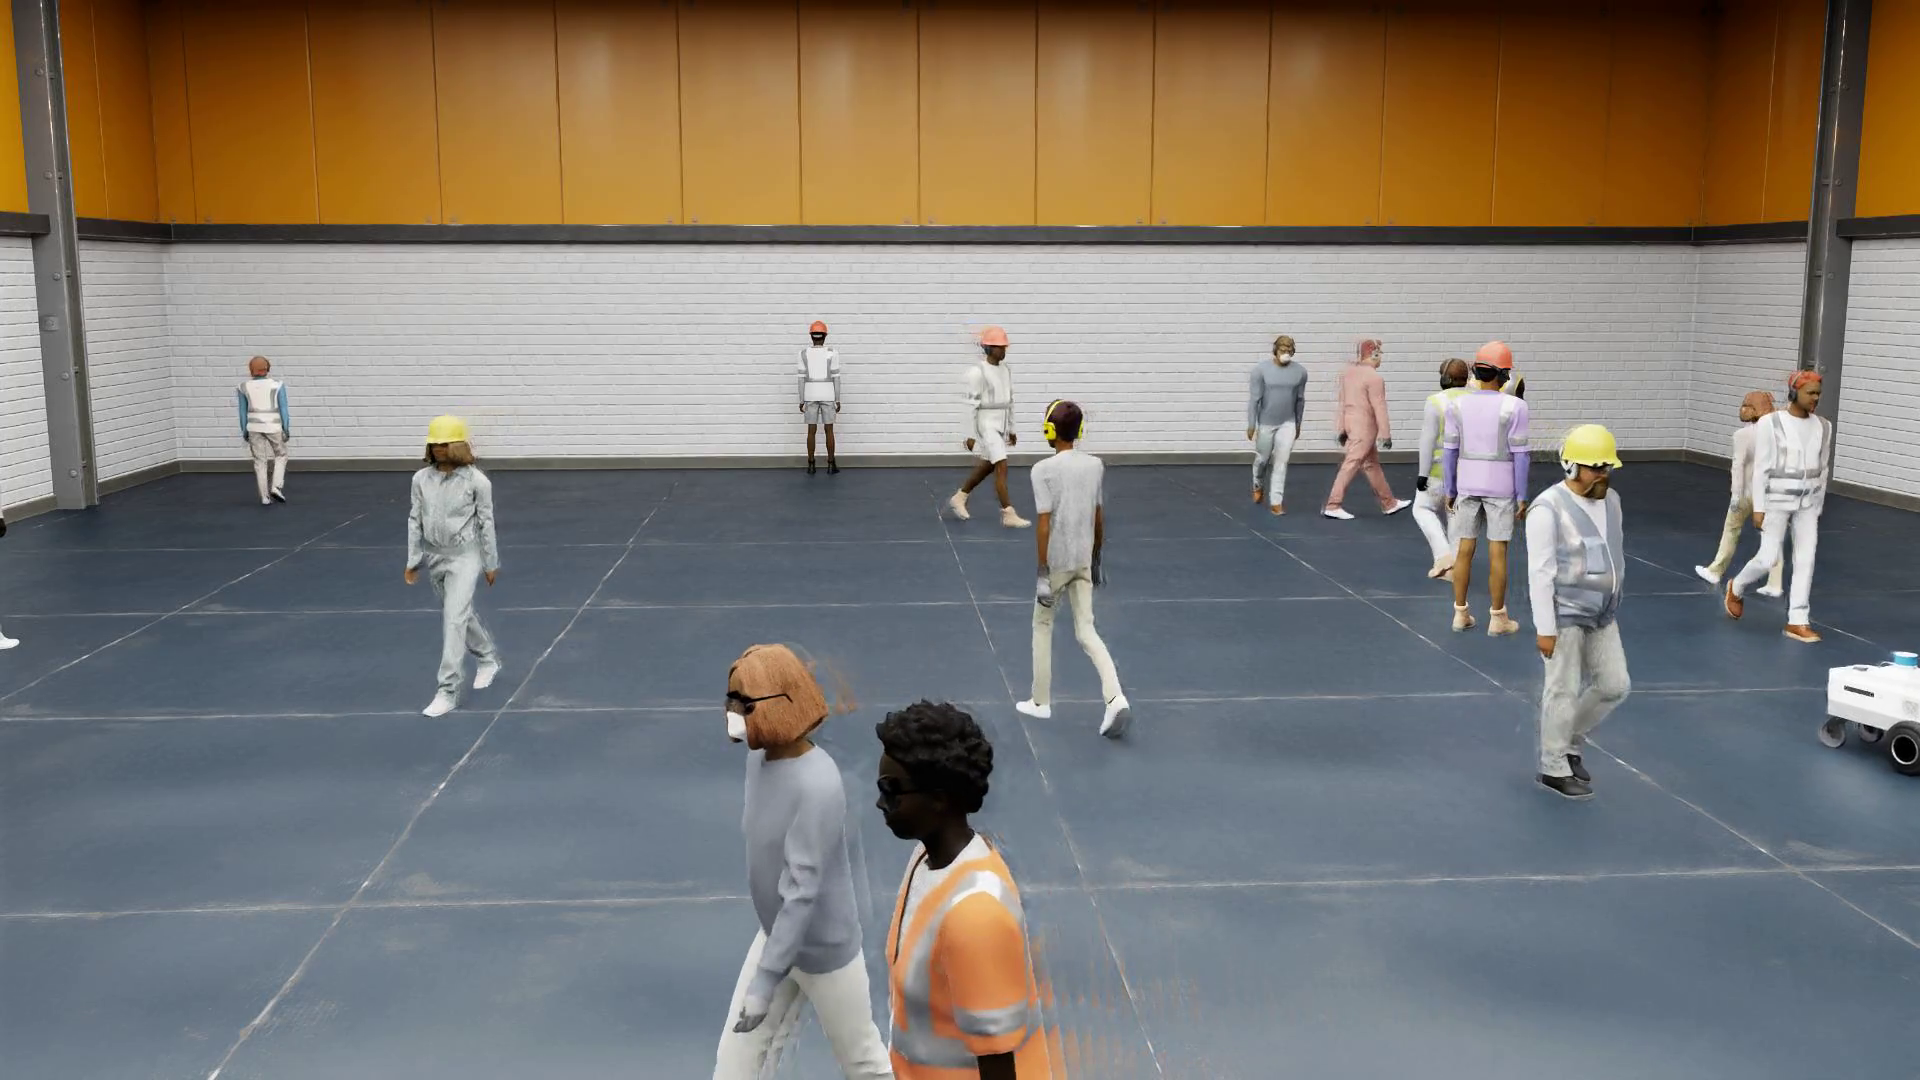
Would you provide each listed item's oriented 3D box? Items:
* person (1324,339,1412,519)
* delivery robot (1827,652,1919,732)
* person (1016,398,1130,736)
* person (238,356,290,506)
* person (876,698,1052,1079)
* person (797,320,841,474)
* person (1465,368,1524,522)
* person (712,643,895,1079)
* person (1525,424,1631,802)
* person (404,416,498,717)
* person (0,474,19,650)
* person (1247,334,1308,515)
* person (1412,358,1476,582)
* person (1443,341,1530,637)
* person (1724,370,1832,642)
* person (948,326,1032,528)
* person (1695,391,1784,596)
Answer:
[{"bbox_3d":[4.217,-1.132,17.090,1.040,1.836,0.677,-2,9,-11],"label":"person"},{"bbox_3d":[4.852,0.821,8.563,0.477,0.478,0.707,-4,10,-21],"label":"delivery robot"},{"bbox_3d":[0.636,0.145,9.126,0.515,1.839,0.892,-6,11,-32],"label":"person"},{"bbox_3d":[-7.529,-1.182,18.037,0.526,1.625,0.372,-1,9,-8],"label":"person"},{"bbox_3d":[0.000,1.141,3.310,0.366,1.678,0.562,-2,9,-11],"label":"person"},{"bbox_3d":[-1.766,-1.790,20.942,0.543,1.932,0.370,0,9,3],"label":"person"},{"bbox_3d":[5.324,-1.063,16.712,0.642,1.822,0.535,4,10,22],"label":"person"},{"bbox_3d":[-0.441,1.049,4.206,0.879,1.581,0.509,-6,11,-32],"label":"person"},{"bbox_3d":[2.929,0.348,7.891,0.609,1.811,0.424,-6,11,-31],"label":"person"},{"bbox_3d":[-2.945,0.108,9.747,0.485,1.702,0.895,3,9,16],"label":"person"},{"bbox_3d":[-6.603,-0.196,10.984,0.587,1.916,0.392,0,9,1],"label":"person"},{"bbox_3d":[3.328,-1.243,17.654,0.645,1.899,0.900,-1,9,-7],"label":"person"},{"bbox_3d":[3.974,-0.559,13.515,0.650,1.833,0.442,-4,10,-22],"label":"person"},{"bbox_3d":[3.664,-0.354,11.569,0.605,2.045,0.377,8,12,39],"label":"person"},{"bbox_3d":[5.706,-0.255,11.538,0.586,1.860,0.740,-1,9,-8],"label":"person"},{"bbox_3d":[0.272,-1.140,16.643,1.009,2.010,0.614,6,11,35],"label":"person"},{"bbox_3d":[6.244,-0.381,13.146,0.523,1.583,0.841,-3,9,-16],"label":"person"}]
